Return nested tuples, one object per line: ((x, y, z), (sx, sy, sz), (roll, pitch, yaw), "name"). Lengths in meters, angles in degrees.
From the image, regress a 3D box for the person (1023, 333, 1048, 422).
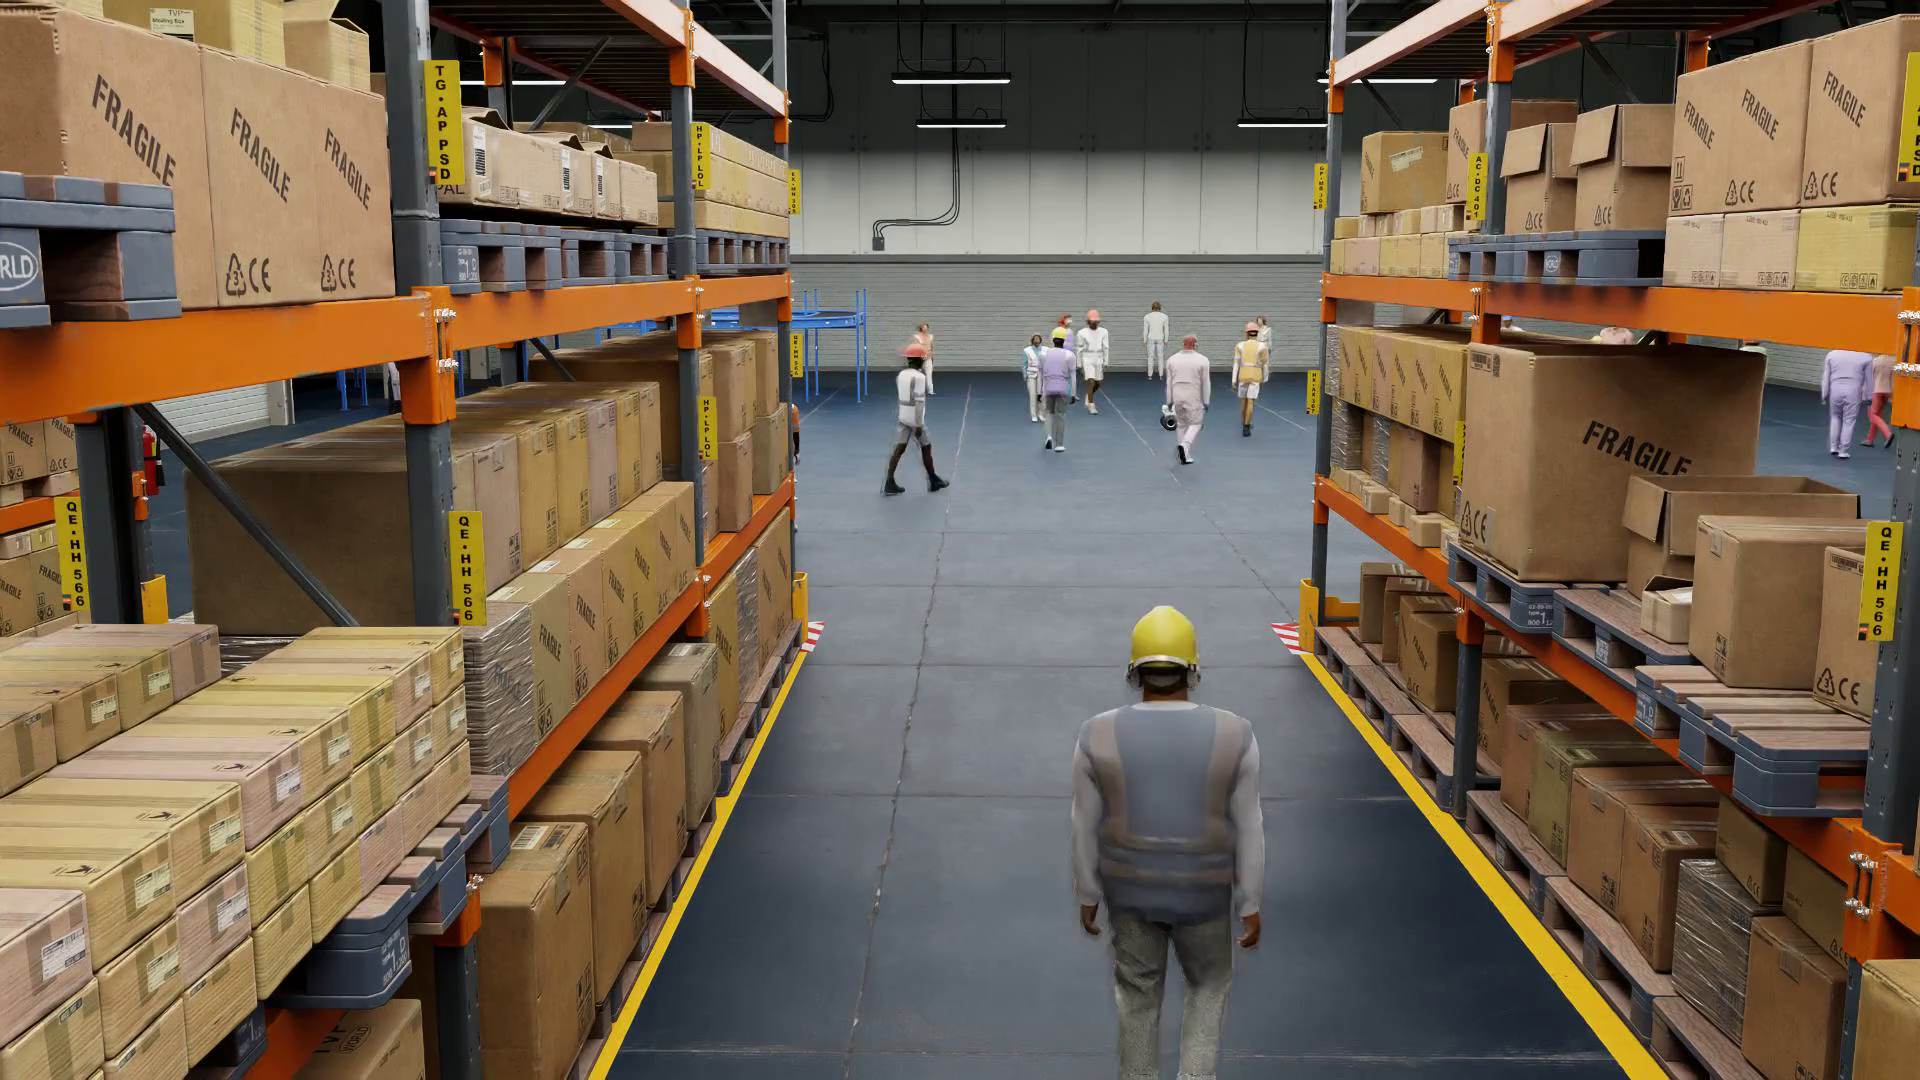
((1.406, -2.952, 30.265), (0.530, 1.619, 0.529), (0, 9, -3), "person")

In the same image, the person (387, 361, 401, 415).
((-7.673, -1.897, 23.077), (0.591, 1.916, 0.383), (4, 10, 25), "person")

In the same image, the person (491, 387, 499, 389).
((-3.973, -0.411, 14.438), (1.013, 1.828, 0.594), (5, 11, 28), "person")

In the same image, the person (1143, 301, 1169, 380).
((4.860, -4.950, 41.302), (0.636, 1.937, 0.358), (0, 9, 1), "person")

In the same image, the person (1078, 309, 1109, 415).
((2.545, -3.456, 32.160), (0.604, 2.014, 0.820), (-2, 10, -15), "person")

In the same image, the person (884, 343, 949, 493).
((-0.589, -1.536, 21.022), (0.986, 1.886, 0.563), (-8, 12, -38), "person")

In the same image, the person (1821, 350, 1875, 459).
((13.242, -2.167, 24.772), (0.683, 1.882, 0.708), (8, 12, 38), "person")

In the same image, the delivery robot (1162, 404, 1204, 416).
((3.901, -2.247, 29.093), (0.707, 0.478, 0.477), (0, 10, 1), "delivery robot")

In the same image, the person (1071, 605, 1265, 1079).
((0.662, 1.113, 5.347), (0.613, 1.815, 0.425), (2, 10, 9), "person")

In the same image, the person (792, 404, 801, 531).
((-1.976, -0.923, 17.904), (0.541, 1.696, 0.315), (0, 9, 1), "person")

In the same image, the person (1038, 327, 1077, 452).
((1.500, -2.309, 25.567), (0.606, 1.909, 0.417), (3, 10, 15), "person")

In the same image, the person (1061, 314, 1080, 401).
((2.177, -3.895, 35.348), (0.575, 1.824, 0.837), (-9, 13, -43), "person")

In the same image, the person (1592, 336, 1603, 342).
((10.483, -2.525, 27.471), (0.488, 1.708, 0.847), (0, 9, 0), "person")

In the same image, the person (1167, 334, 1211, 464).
((3.248, -2.011, 23.851), (0.658, 1.887, 0.661), (5, 11, 29), "person")

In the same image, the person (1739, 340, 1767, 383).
((14.601, -3.037, 30.803), (0.527, 1.600, 0.740), (2, 10, 10), "person")

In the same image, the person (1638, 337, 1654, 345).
((9.198, -1.774, 22.365), (0.599, 1.911, 0.522), (3, 10, 20), "person")

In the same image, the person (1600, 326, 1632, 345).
((12.856, -3.502, 32.757), (0.676, 1.891, 0.431), (8, 12, 39), "person")

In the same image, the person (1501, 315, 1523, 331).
((11.277, -3.759, 34.214), (0.601, 1.923, 0.876), (5, 11, 28), "person")

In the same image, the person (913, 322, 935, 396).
((-0.817, -3.992, 36.594), (0.534, 1.594, 0.870), (-4, 10, -24), "person")

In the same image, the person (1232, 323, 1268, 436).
((4.931, -2.730, 28.171), (0.548, 1.877, 0.902), (4, 10, 22), "person")

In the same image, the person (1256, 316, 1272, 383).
((7.217, -4.564, 39.921), (0.517, 1.631, 0.387), (7, 12, 37), "person")

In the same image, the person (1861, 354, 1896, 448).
((14.427, -2.305, 26.039), (0.533, 1.738, 0.741), (-2, 10, -11), "person")
